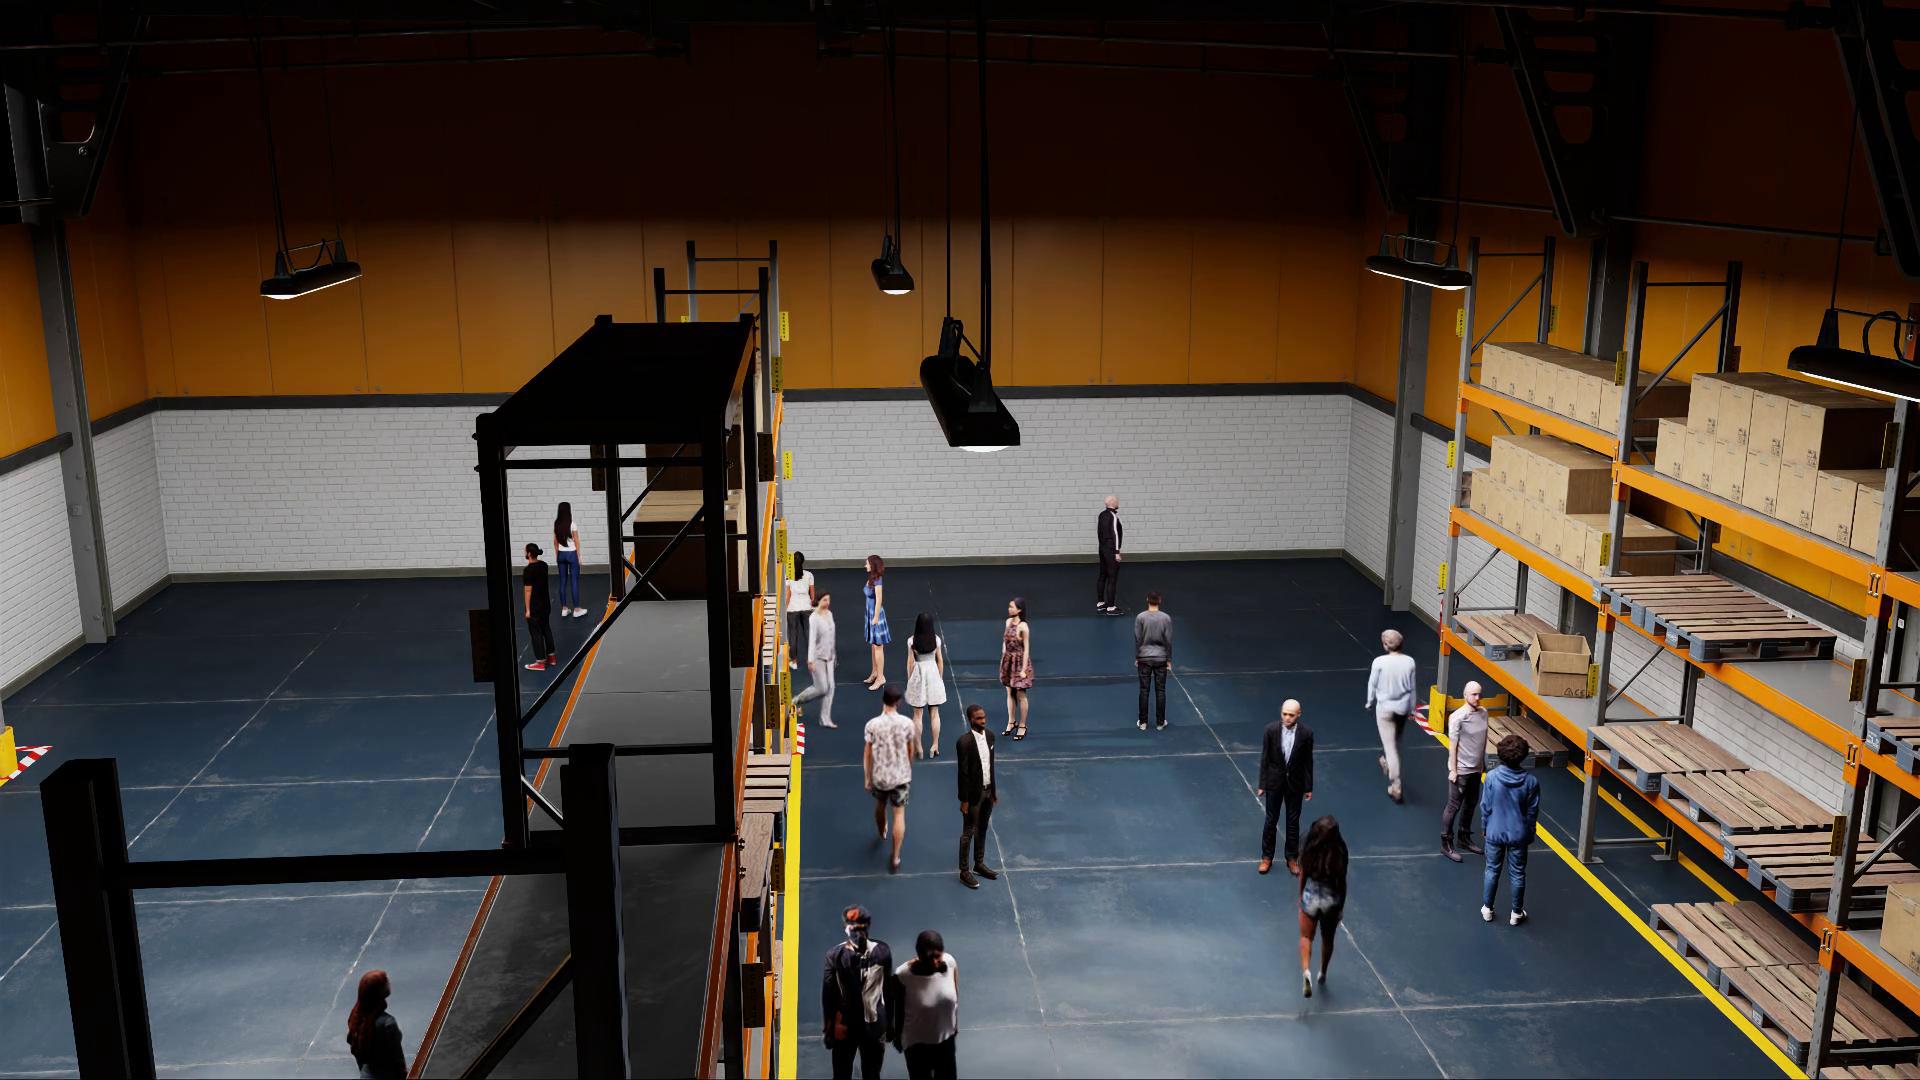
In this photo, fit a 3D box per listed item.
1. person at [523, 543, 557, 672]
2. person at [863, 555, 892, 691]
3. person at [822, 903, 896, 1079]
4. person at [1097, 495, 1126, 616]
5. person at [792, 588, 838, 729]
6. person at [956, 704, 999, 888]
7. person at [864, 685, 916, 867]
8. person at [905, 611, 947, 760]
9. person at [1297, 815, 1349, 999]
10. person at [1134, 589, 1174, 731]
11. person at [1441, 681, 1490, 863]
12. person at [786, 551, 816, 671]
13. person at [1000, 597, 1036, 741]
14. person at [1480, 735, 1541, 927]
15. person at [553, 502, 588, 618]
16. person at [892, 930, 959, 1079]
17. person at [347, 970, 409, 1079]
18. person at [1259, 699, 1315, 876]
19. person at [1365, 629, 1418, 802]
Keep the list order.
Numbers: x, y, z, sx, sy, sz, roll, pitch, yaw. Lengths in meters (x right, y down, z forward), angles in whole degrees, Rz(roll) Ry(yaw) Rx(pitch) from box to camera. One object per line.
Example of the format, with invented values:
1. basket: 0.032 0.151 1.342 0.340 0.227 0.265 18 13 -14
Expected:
1. person: -5.780 0.900 22.790 0.744 1.754 0.599 5 14 18
2. person: -1.130 1.071 21.970 0.760 1.806 0.555 -3 14 -14
3. person: -0.724 3.473 11.870 0.720 1.892 0.654 -4 14 -16
4. person: 2.280 0.207 25.473 0.805 1.837 0.644 -6 15 -24
5. person: -1.787 1.450 20.511 0.924 1.758 0.904 9 16 32
6. person: 0.157 2.467 16.219 0.787 1.800 0.733 12 18 40
7. person: -0.674 2.389 16.619 0.673 1.764 1.167 -1 14 -5
8. person: -0.404 1.692 19.474 0.628 1.775 0.608 -1 14 -5
9. person: 3.004 3.113 13.964 0.772 1.607 0.979 4 14 18
10. person: 2.367 1.465 20.444 0.661 1.760 0.591 2 14 6
11. person: 5.123 2.304 16.828 0.758 1.832 0.748 -9 16 -32
12. person: -2.197 0.953 22.797 0.605 1.647 0.577 -4 14 -14
13. person: 0.679 1.543 20.091 0.852 1.773 0.769 -9 16 -33
14. person: 5.066 2.668 15.367 0.760 1.811 0.754 6 15 23
15. person: -5.963 0.287 25.276 0.662 1.775 0.656 5 15 20
16. person: -0.235 3.538 12.082 0.795 1.666 0.861 -6 15 -23
17. person: -3.890 3.710 11.209 0.672 1.742 0.702 7 15 28
18. person: 3.224 2.410 16.466 0.746 1.794 0.688 3 14 11
19. person: 4.779 1.953 18.274 0.655 1.832 1.161 -1 14 -5
